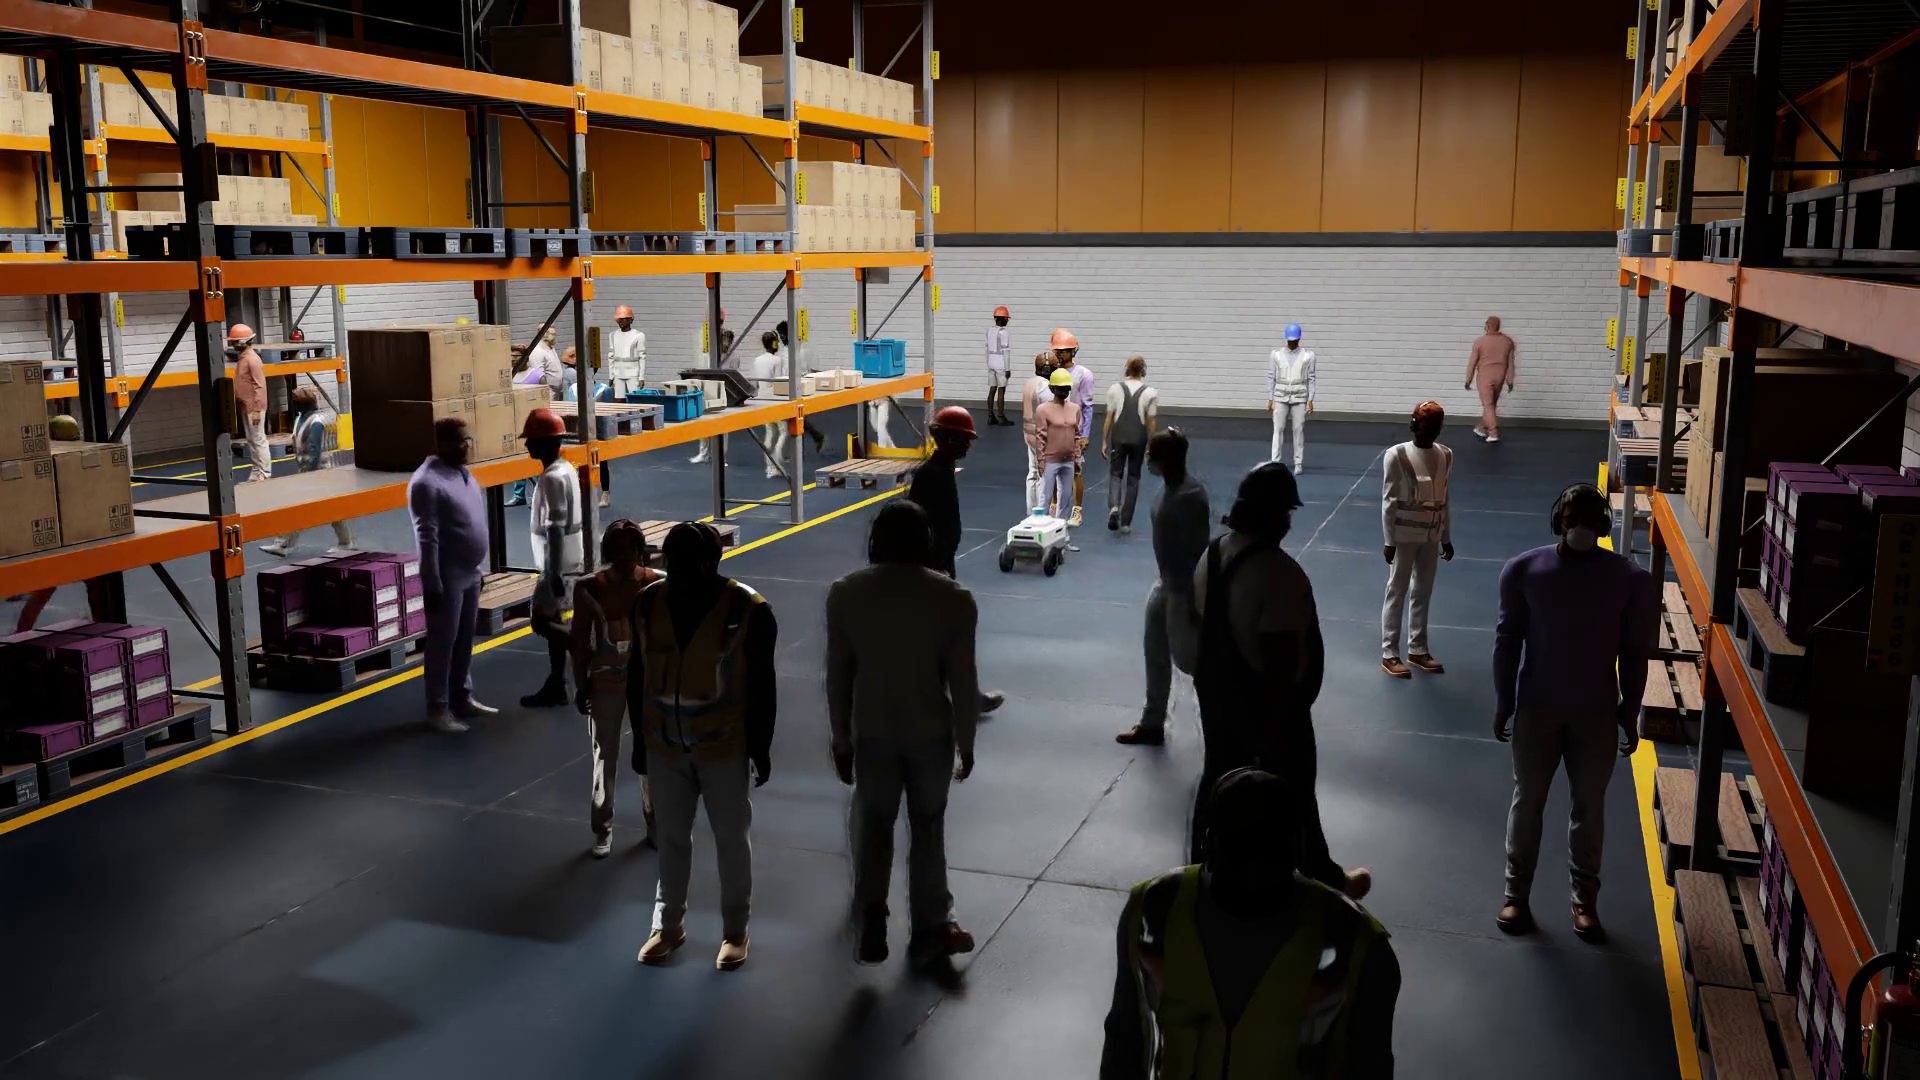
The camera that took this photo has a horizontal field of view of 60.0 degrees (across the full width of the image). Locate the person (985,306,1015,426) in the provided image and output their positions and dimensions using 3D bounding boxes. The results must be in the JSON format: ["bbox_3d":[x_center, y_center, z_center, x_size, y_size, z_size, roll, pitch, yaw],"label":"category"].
[{"bbox_3d":[0.643,-2.816,26.982,0.376,1.933,0.545,-7,12,-35],"label":"person"}]

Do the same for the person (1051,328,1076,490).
[{"bbox_3d":[1.214,-1.556,19.858,0.347,1.943,0.545,-10,14,-43],"label":"person"}]

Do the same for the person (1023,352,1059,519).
[{"bbox_3d":[0.867,-0.988,16.944,0.429,1.842,0.634,-3,11,-17],"label":"person"}]

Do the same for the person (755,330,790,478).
[{"bbox_3d":[-2.330,-1.691,20.851,0.579,1.859,0.407,10,14,44],"label":"person"}]

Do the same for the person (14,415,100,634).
[{"bbox_3d":[-6.405,-0.022,11.813,0.525,1.733,0.861,4,11,23],"label":"person"}]

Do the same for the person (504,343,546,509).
[{"bbox_3d":[-4.844,-1.275,18.547,0.571,1.843,0.373,4,11,21],"label":"person"}]

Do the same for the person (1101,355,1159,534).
[{"bbox_3d":[1.718,-0.954,16.829,0.562,1.814,0.496,2,10,10],"label":"person"}]

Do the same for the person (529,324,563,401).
[{"bbox_3d":[-5.396,-1.890,21.842,0.409,1.905,0.651,0,10,0],"label":"person"}]

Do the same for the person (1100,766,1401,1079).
[{"bbox_3d":[0.598,1.381,3.591,0.633,1.845,0.429,4,11,21],"label":"person"}]

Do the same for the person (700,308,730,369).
[{"bbox_3d":[-3.917,-2.780,26.778,0.656,1.938,1.029,-9,14,-43],"label":"person"}]

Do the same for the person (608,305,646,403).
[{"bbox_3d":[-4.902,-2.420,24.444,0.606,2.044,0.374,3,11,18],"label":"person"}]

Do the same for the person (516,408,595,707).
[{"bbox_3d":[-2.499,0.123,10.458,0.556,1.920,0.550,-1,10,-5],"label":"person"}]

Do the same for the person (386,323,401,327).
[{"bbox_3d":[-7.404,-1.886,21.845,0.659,1.907,0.401,2,10,13],"label":"person"}]

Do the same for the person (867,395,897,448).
[{"bbox_3d":[-1.039,-1.849,22.437,0.567,1.613,0.646,8,13,39],"label":"person"}]

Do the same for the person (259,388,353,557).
[{"bbox_3d":[-6.118,-0.622,15.556,0.848,1.587,0.540,-10,14,-43],"label":"person"}]

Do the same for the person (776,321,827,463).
[{"bbox_3d":[-2.151,-2.029,22.576,0.716,1.925,0.609,-5,11,-28],"label":"person"}]

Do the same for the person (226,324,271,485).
[{"bbox_3d":[-8.464,-1.575,19.827,0.392,1.991,0.612,-7,12,-36],"label":"person"}]

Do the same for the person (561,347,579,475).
[{"bbox_3d":[-4.930,-1.652,21.268,0.279,1.633,0.505,-6,12,-30],"label":"person"}]

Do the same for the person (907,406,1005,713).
[{"bbox_3d":[-0.121,0.154,10.232,0.906,1.934,0.635,-1,10,-4],"label":"person"}]

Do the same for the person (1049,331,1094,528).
[{"bbox_3d":[1.080,-1.144,17.256,0.614,2.043,0.374,7,12,35],"label":"person"}]

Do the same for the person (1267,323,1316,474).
[{"bbox_3d":[4.228,-1.801,21.247,0.606,1.939,0.416,3,11,17],"label":"person"}]

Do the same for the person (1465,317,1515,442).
[{"bbox_3d":[7.917,-2.411,24.918,0.669,1.851,0.989,-2,10,-10],"label":"person"}]

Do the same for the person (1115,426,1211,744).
[{"bbox_3d":[1.370,0.279,9.655,0.814,1.907,0.663,-1,10,-7],"label":"person"}]

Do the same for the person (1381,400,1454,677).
[{"bbox_3d":[3.120,-0.015,11.337,0.573,1.887,0.355,-5,11,-26],"label":"person"}]

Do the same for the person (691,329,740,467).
[{"bbox_3d":[-3.213,-1.873,22.014,0.660,1.822,0.377,1,10,4],"label":"person"}]

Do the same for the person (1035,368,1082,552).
[{"bbox_3d":[0.940,-0.745,15.789,0.522,1.769,0.310,-7,12,-34],"label":"person"}]

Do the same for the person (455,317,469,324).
[{"bbox_3d":[-7.985,-2.701,26.814,0.321,1.769,0.534,1,10,6],"label":"person"}]

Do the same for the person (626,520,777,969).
[{"bbox_3d":[-1.057,0.825,6.746,0.623,1.840,0.430,2,10,13],"label":"person"}]

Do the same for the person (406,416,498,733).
[{"bbox_3d":[-3.060,0.197,10.090,0.404,1.906,0.646,1,10,8],"label":"person"}]

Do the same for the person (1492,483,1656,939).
[{"bbox_3d":[2.576,0.720,7.055,0.630,1.940,0.372,3,11,17],"label":"person"}]

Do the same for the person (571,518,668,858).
[{"bbox_3d":[-1.595,0.704,7.993,0.524,1.636,0.308,-3,11,-19],"label":"person"}]

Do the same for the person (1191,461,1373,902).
[{"bbox_3d":[1.371,0.637,7.232,0.826,2.000,0.703,-5,11,-25],"label":"person"}]

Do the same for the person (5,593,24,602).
[{"bbox_3d":[-7.979,-0.261,13.404,0.888,1.646,0.516,-8,13,-38],"label":"person"}]

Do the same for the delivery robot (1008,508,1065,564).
[{"bbox_3d":[0.697,-0.047,15.006,0.477,0.478,0.707,4,11,22],"label":"delivery robot"}]

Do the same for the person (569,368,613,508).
[{"bbox_3d":[-4.113,-1.198,18.532,0.539,1.695,0.318,2,10,12],"label":"person"}]

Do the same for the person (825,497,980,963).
[{"bbox_3d":[-0.239,0.788,6.722,0.645,1.917,0.652,1,10,7],"label":"person"}]

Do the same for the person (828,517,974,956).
[{"bbox_3d":[-0.261,0.794,6.932,0.605,1.824,0.997,-5,11,-24],"label":"person"}]
